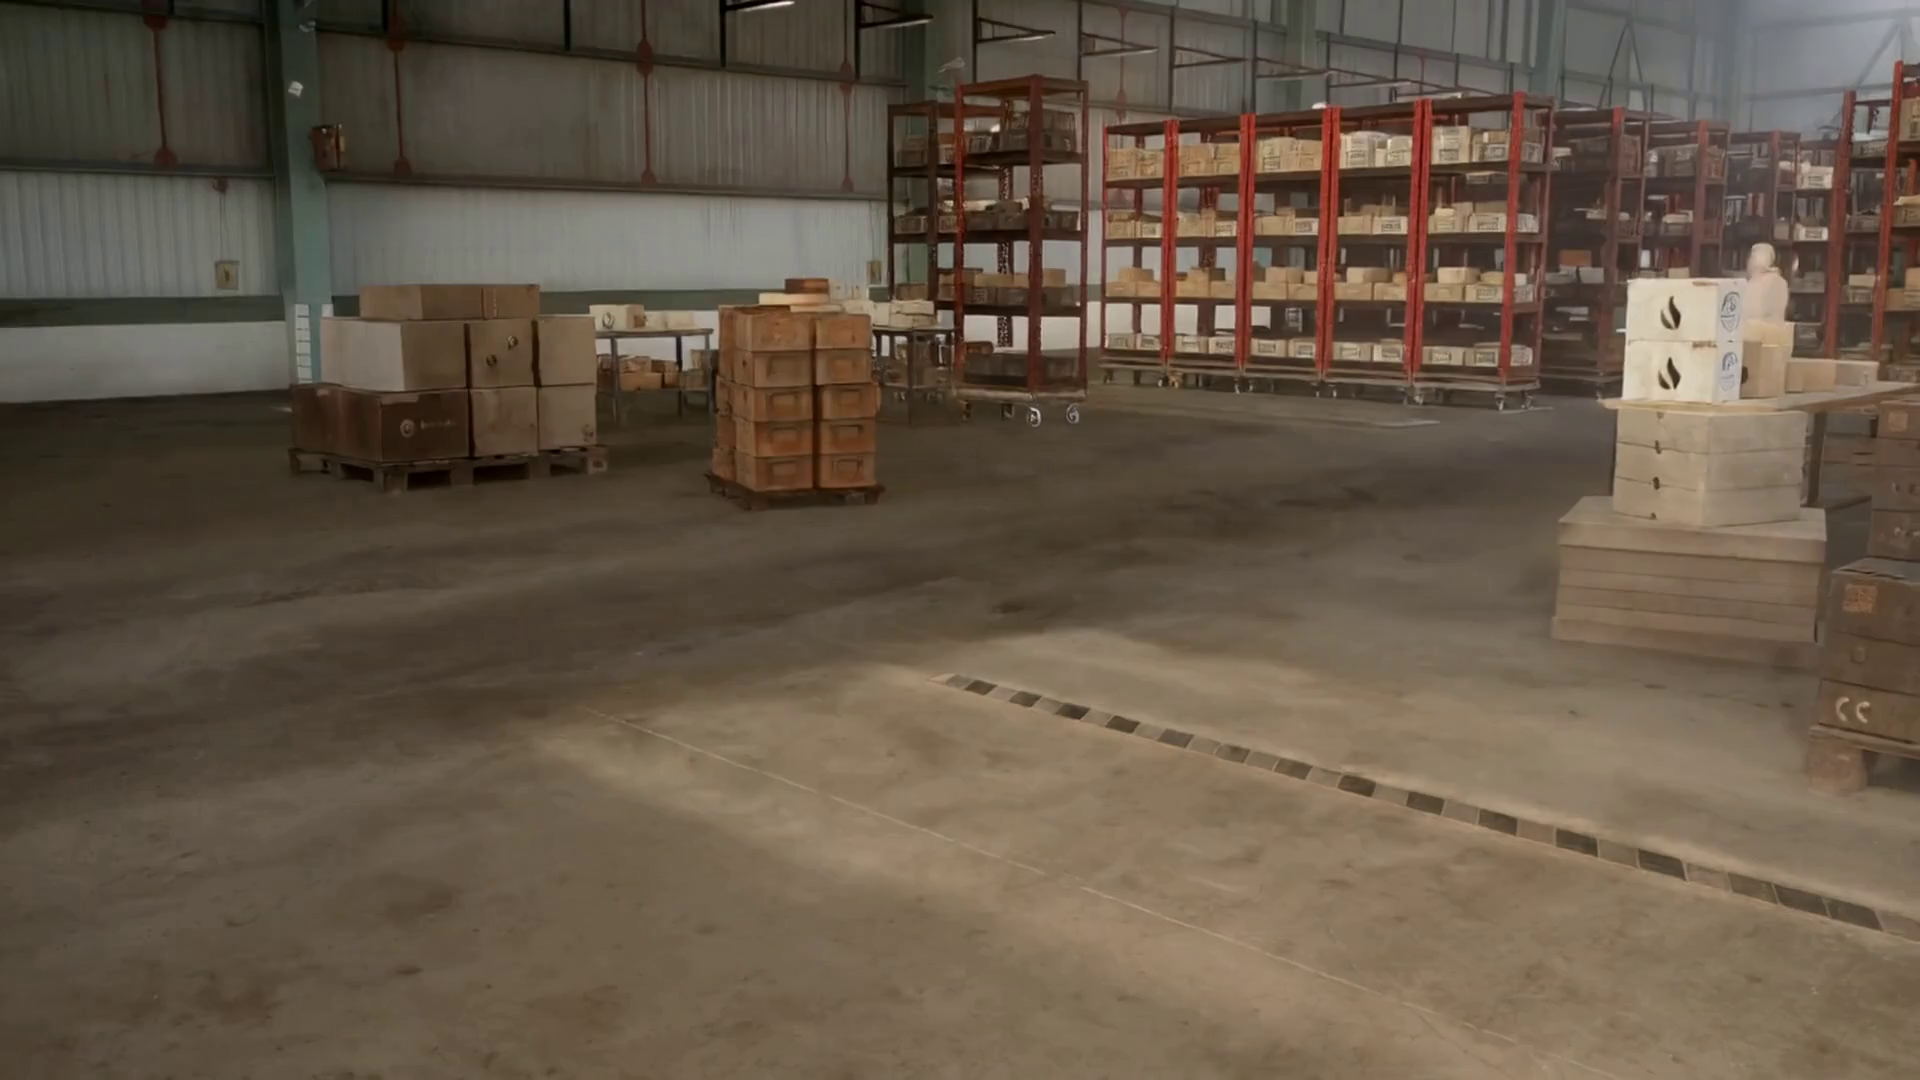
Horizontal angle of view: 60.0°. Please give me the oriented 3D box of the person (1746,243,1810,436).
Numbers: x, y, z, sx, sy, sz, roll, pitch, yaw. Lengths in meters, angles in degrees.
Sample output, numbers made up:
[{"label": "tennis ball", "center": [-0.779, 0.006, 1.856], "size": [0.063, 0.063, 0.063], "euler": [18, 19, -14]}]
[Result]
[{"label": "person", "center": [7.109, -1.668, 14.657], "size": [0.676, 1.874, 0.676], "euler": [-8, 12, -39]}]
